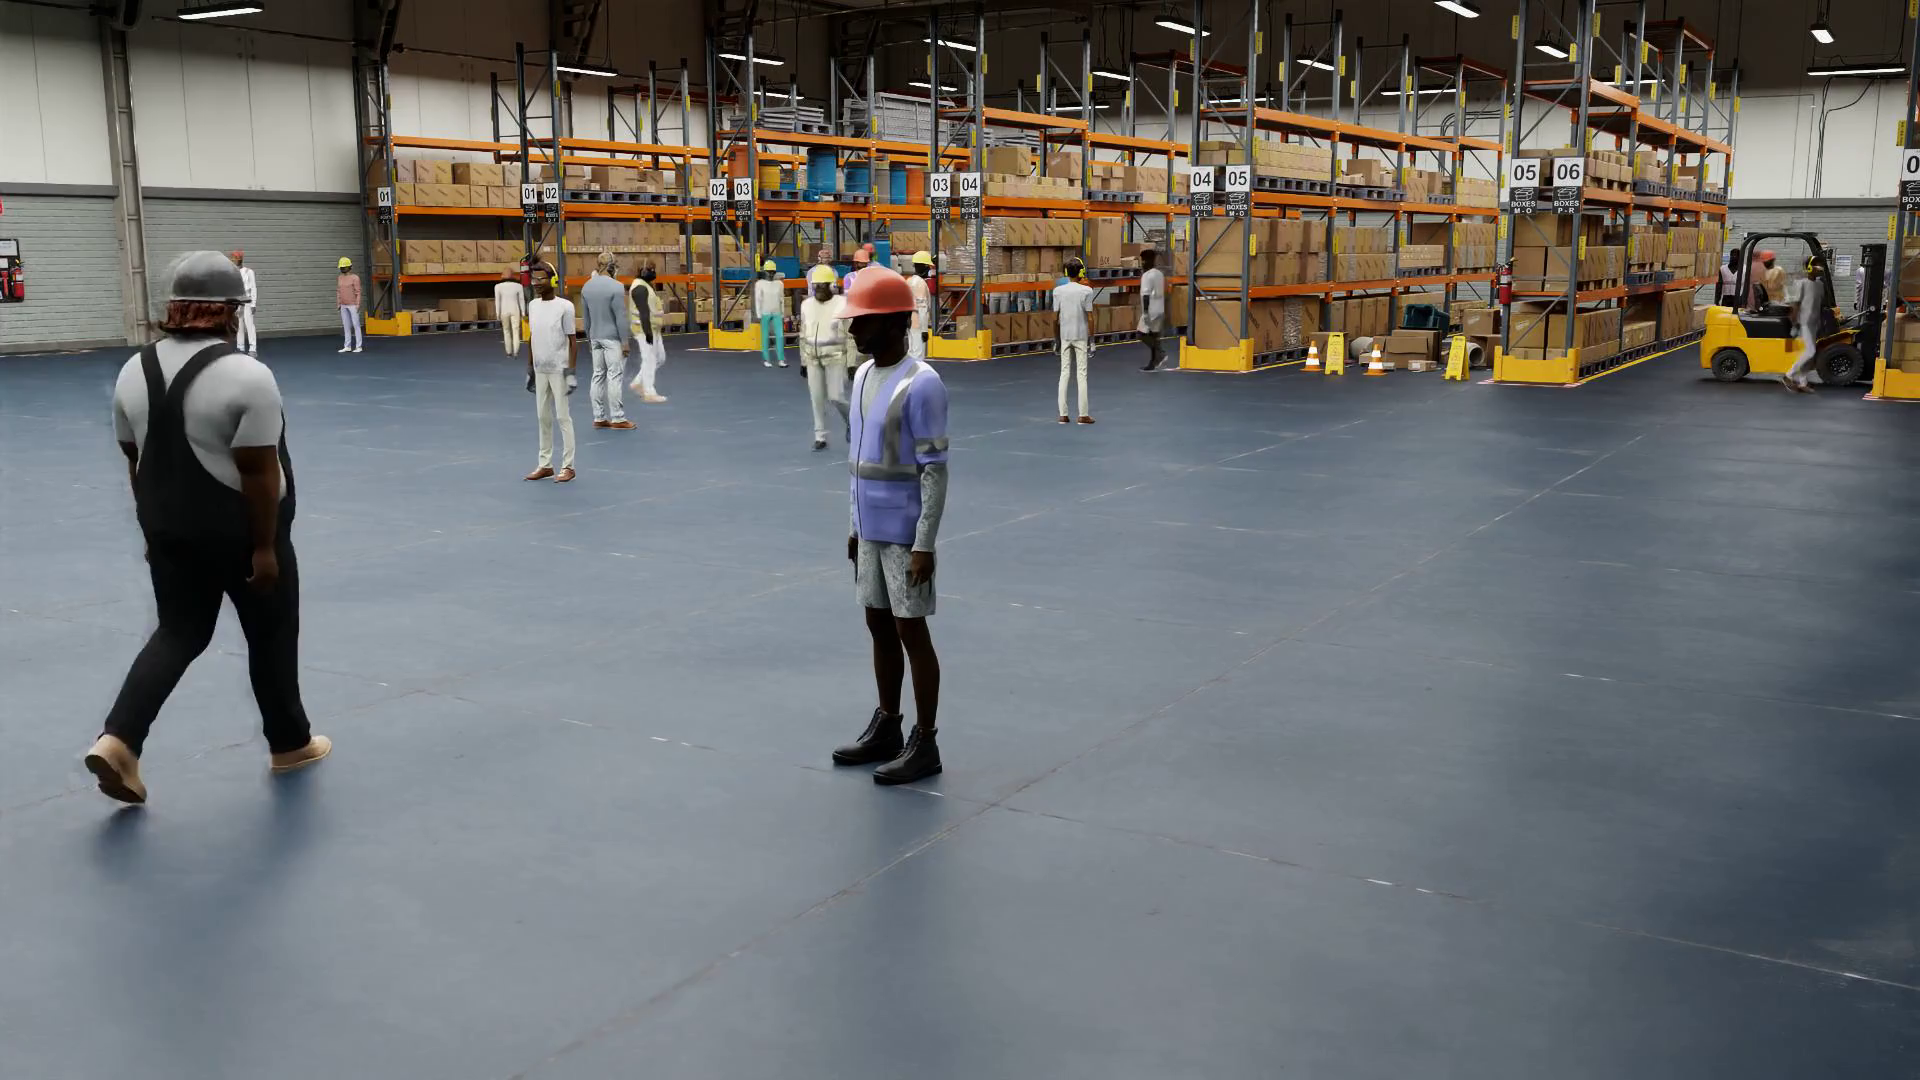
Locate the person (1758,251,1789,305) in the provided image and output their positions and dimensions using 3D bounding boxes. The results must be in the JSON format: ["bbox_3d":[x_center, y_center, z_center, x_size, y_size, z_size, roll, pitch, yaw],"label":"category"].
[{"bbox_3d":[15.758,-4.656,32.246,0.853,1.880,0.628,-7,12,-33],"label":"person"}]

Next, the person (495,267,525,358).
[{"bbox_3d":[-7.935,-4.008,29.357,0.506,1.607,0.765,-3,11,-15],"label":"person"}]

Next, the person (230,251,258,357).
[{"bbox_3d":[-12.762,-4.182,29.556,0.578,1.881,0.346,4,11,19],"label":"person"}]

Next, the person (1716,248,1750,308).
[{"bbox_3d":[15.287,-4.797,32.906,0.596,1.916,0.374,7,12,35],"label":"person"}]

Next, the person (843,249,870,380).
[{"bbox_3d":[-1.457,-3.341,24.693,0.551,1.934,0.373,-7,12,-34],"label":"person"}]

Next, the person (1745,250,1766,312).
[{"bbox_3d":[17.674,-5.516,37.103,0.666,1.853,0.964,1,10,8],"label":"person"}]

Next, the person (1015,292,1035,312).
[{"bbox_3d":[1.430,-5.664,37.543,0.615,1.994,0.381,5,11,28],"label":"person"}]

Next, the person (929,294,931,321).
[{"bbox_3d":[-0.804,-5.934,40.052,0.513,1.641,0.307,10,14,43],"label":"person"}]

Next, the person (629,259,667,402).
[{"bbox_3d":[-3.980,-2.662,21.193,0.432,1.826,0.636,0,10,1],"label":"person"}]

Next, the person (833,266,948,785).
[{"bbox_3d":[-0.279,-0.049,6.252,0.373,1.934,0.551,-7,12,-33],"label":"person"}]

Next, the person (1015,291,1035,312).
[{"bbox_3d":[1.402,-5.176,35.819,0.507,1.631,0.266,9,13,41],"label":"person"}]

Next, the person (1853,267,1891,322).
[{"bbox_3d":[17.281,-4.551,31.538,0.588,1.920,0.383,6,12,30],"label":"person"}]

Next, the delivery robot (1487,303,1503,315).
[{"bbox_3d":[12.855,-5.515,40.478,0.707,0.478,0.477,-1,10,-7],"label":"delivery robot"}]

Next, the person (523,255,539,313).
[{"bbox_3d":[-9.179,-5.306,36.166,0.634,1.799,0.973,0,10,1],"label":"person"}]

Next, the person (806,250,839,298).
[{"bbox_3d":[-2.303,-3.994,28.437,0.641,1.908,0.407,-10,14,-43],"label":"person"}]

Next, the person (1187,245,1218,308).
[{"bbox_3d":[4.418,-4.387,30.291,0.606,2.035,0.405,7,12,33],"label":"person"}]

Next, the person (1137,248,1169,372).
[{"bbox_3d":[3.042,-3.592,26.093,0.503,1.947,0.622,7,12,35],"label":"person"}]

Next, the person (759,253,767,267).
[{"bbox_3d":[-4.356,-5.548,37.405,0.646,1.817,0.808,8,13,37],"label":"person"}]

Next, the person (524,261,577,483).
[{"bbox_3d":[-3.480,-1.421,14.125,0.518,1.874,0.330,5,11,26],"label":"person"}]

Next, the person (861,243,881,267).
[{"bbox_3d":[-1.802,-4.811,32.666,0.648,2.030,0.456,10,14,44],"label":"person"}]

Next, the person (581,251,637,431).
[{"bbox_3d":[-3.811,-2.146,18.012,0.628,1.935,0.373,7,12,34],"label":"person"}]

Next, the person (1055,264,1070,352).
[{"bbox_3d":[1.986,-4.283,30.703,0.540,1.682,0.375,6,12,32],"label":"person"}]

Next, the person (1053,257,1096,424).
[{"bbox_3d":[1.289,-2.227,18.643,0.507,1.872,0.329,5,11,24],"label":"person"}]

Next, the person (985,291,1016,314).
[{"bbox_3d":[0.796,-4.792,32.848,0.624,1.934,0.364,1,10,4],"label":"person"}]

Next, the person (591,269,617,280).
[{"bbox_3d":[-6.466,-4.309,30.376,0.507,1.846,0.344,-10,14,-44],"label":"person"}]

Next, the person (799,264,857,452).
[{"bbox_3d":[-1.275,-1.777,16.265,0.598,1.821,0.546,5,11,24],"label":"person"}]

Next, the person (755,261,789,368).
[{"bbox_3d":[-3.041,-3.650,26.980,0.542,1.727,0.831,-5,11,-27],"label":"person"}]

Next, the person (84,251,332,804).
[{"bbox_3d":[-2.783,-0.067,6.067,0.689,2.000,0.919,3,11,18],"label":"person"}]

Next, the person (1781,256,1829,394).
[{"bbox_3d":[11.458,-2.886,22.389,0.515,1.855,0.391,-7,12,-33],"label":"person"}]

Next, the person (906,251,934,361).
[{"bbox_3d":[-0.529,-2.755,21.451,0.383,1.923,0.588,-3,11,-18],"label":"person"}]

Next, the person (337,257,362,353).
[{"bbox_3d":[-11.329,-4.344,30.815,0.524,1.760,0.327,4,11,22],"label":"person"}]
